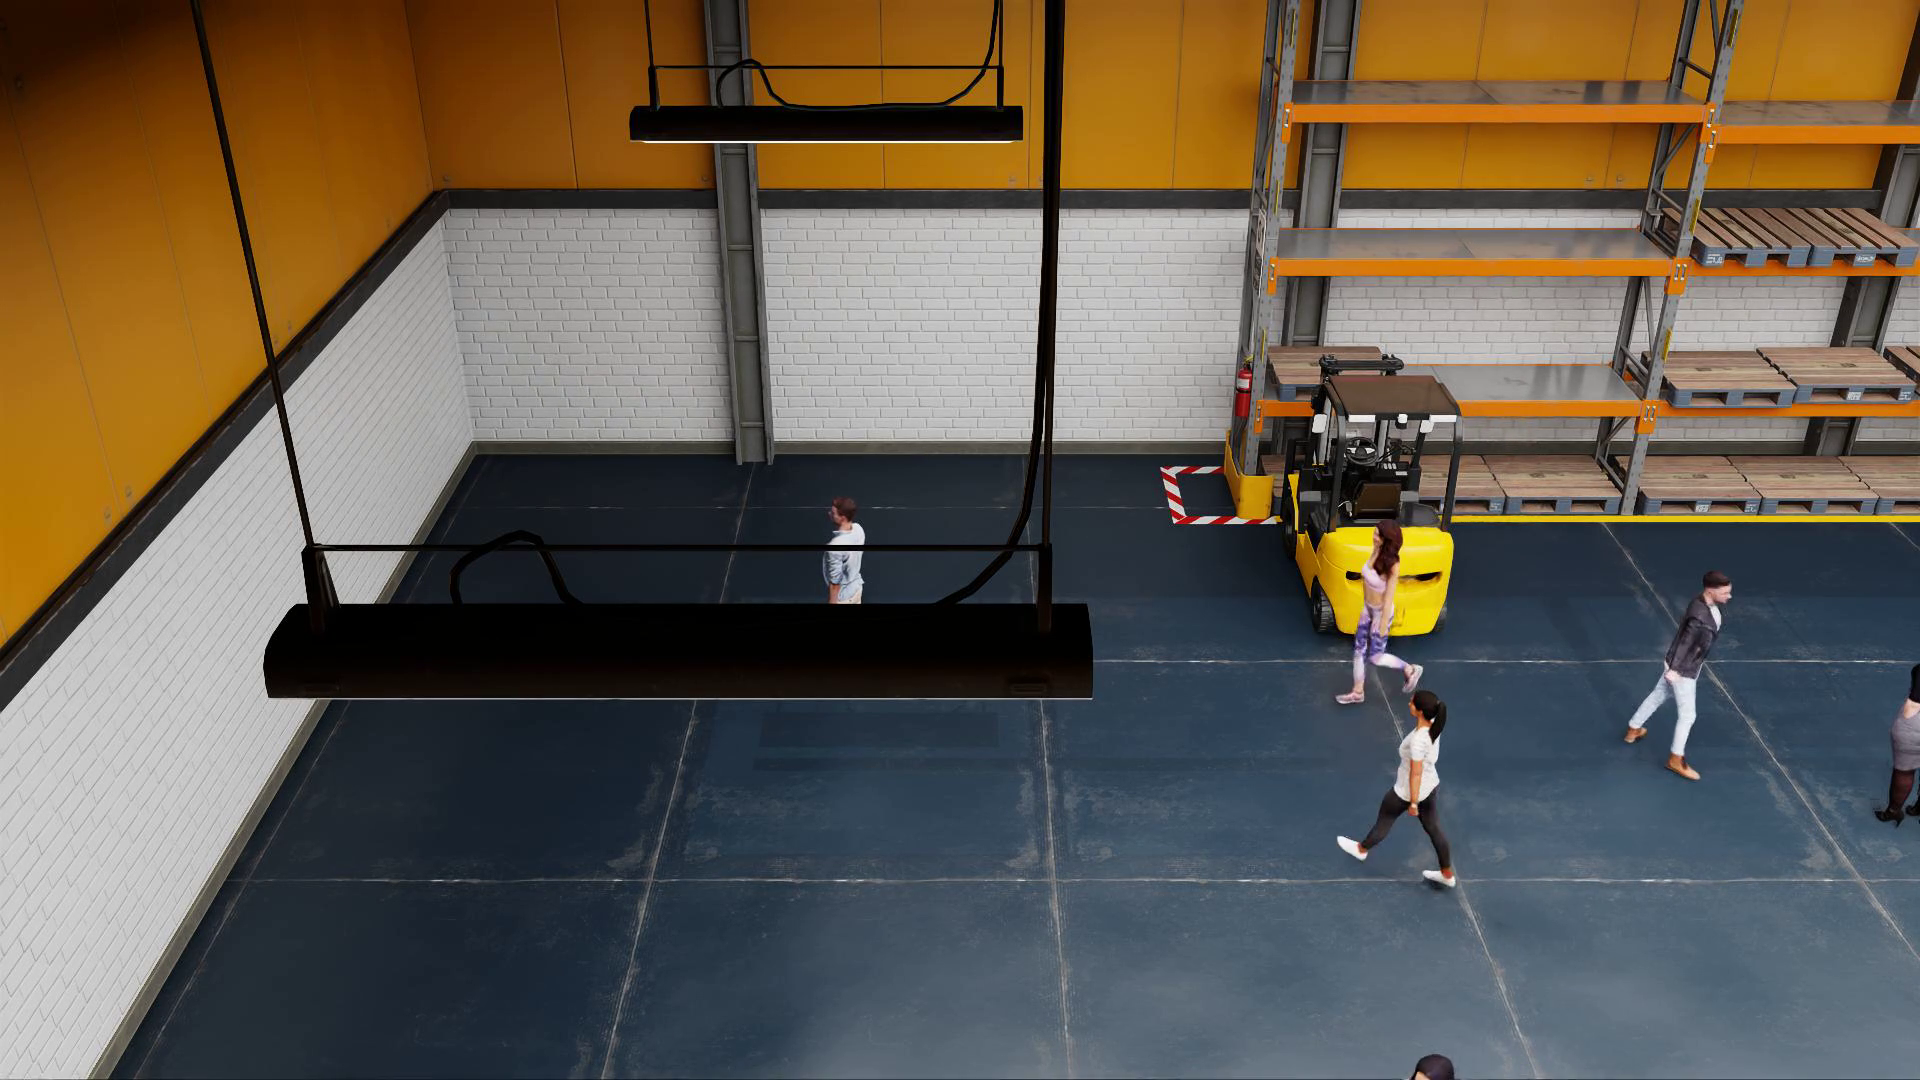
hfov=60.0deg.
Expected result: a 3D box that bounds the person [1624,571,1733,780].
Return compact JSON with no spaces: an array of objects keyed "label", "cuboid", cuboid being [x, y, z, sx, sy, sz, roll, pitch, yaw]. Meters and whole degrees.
[{"label":"person","cuboid":[5.722,0.996,13.293,1.012,1.794,0.931,11,30,19]}]

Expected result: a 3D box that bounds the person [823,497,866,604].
[{"label":"person","cuboid":[-0.977,0.464,14.213,0.707,1.847,0.730,13,31,22]}]

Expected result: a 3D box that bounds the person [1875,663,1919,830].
[{"label":"person","cuboid":[7.332,1.406,12.578,0.619,1.759,0.774,-6,29,-10]}]

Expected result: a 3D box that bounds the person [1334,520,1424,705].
[{"label":"person","cuboid":[3.595,0.629,14.012,1.018,1.749,0.731,-6,29,-11]}]

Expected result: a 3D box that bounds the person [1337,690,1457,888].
[{"label":"person","cuboid":[3.364,1.830,11.977,1.188,1.589,1.029,20,34,32]}]
